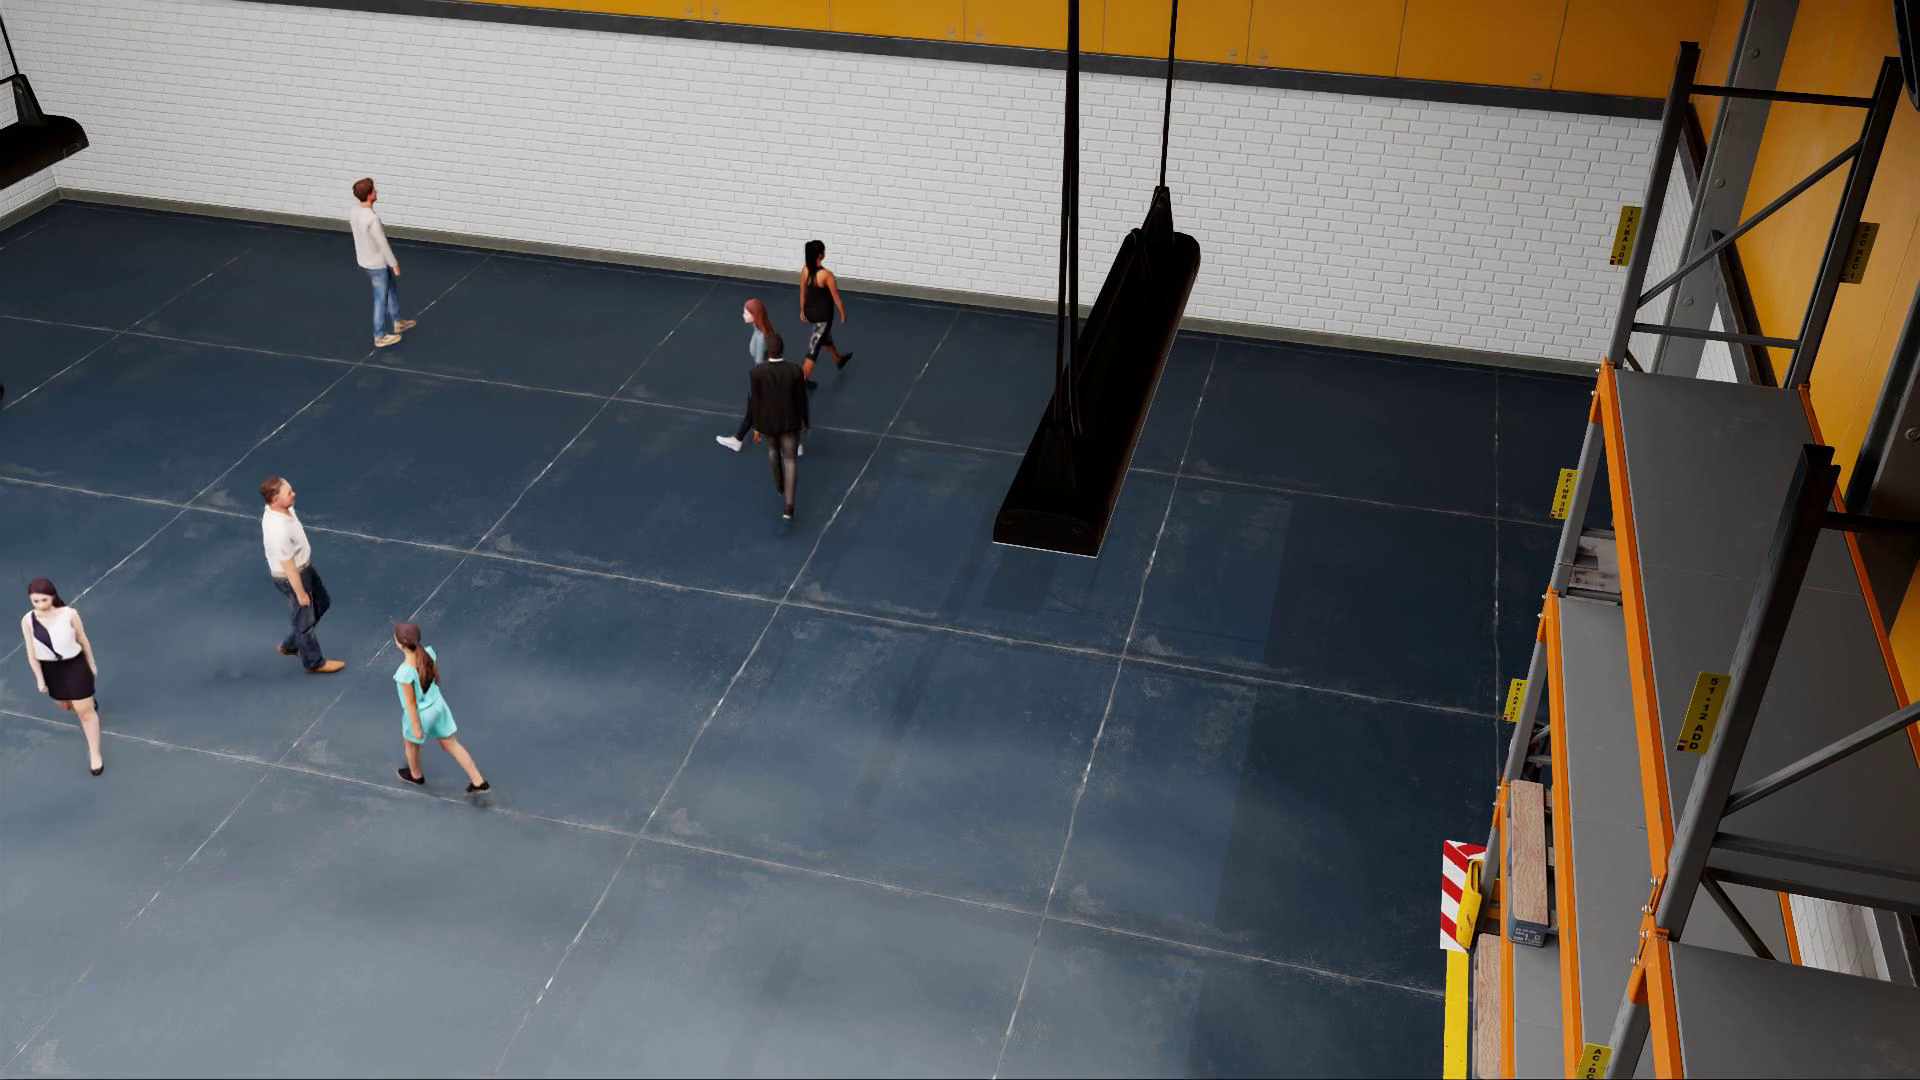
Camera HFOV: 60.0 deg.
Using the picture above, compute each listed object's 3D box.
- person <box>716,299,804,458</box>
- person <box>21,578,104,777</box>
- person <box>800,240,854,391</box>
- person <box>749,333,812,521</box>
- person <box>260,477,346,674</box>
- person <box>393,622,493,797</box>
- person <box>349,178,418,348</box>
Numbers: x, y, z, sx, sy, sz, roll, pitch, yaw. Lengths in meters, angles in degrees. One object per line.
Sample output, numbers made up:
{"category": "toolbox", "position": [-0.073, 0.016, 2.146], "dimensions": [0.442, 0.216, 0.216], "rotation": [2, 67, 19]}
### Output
{"category": "person", "position": [-1.756, -1.516, 15.995], "dimensions": [0.919, 1.704, 1.091], "rotation": [-2, 34, -3]}
{"category": "person", "position": [-6.632, 0.946, 12.358], "dimensions": [0.911, 1.628, 1.060], "rotation": [-12, 36, -18]}
{"category": "person", "position": [-1.509, -2.296, 17.245], "dimensions": [0.909, 1.617, 1.180], "rotation": [25, 41, 32]}
{"category": "person", "position": [-1.633, -1.001, 15.164], "dimensions": [0.923, 1.765, 1.256], "rotation": [-1, 34, -1]}
{"category": "person", "position": [-5.349, 0.301, 13.132], "dimensions": [0.887, 1.846, 0.817], "rotation": [-7, 34, -10]}
{"category": "person", "position": [-3.783, 1.257, 11.981], "dimensions": [0.752, 1.528, 1.038], "rotation": [15, 37, 22]}
{"category": "person", "position": [-6.413, -2.971, 18.022], "dimensions": [0.976, 1.882, 0.898], "rotation": [-28, 42, -35]}
